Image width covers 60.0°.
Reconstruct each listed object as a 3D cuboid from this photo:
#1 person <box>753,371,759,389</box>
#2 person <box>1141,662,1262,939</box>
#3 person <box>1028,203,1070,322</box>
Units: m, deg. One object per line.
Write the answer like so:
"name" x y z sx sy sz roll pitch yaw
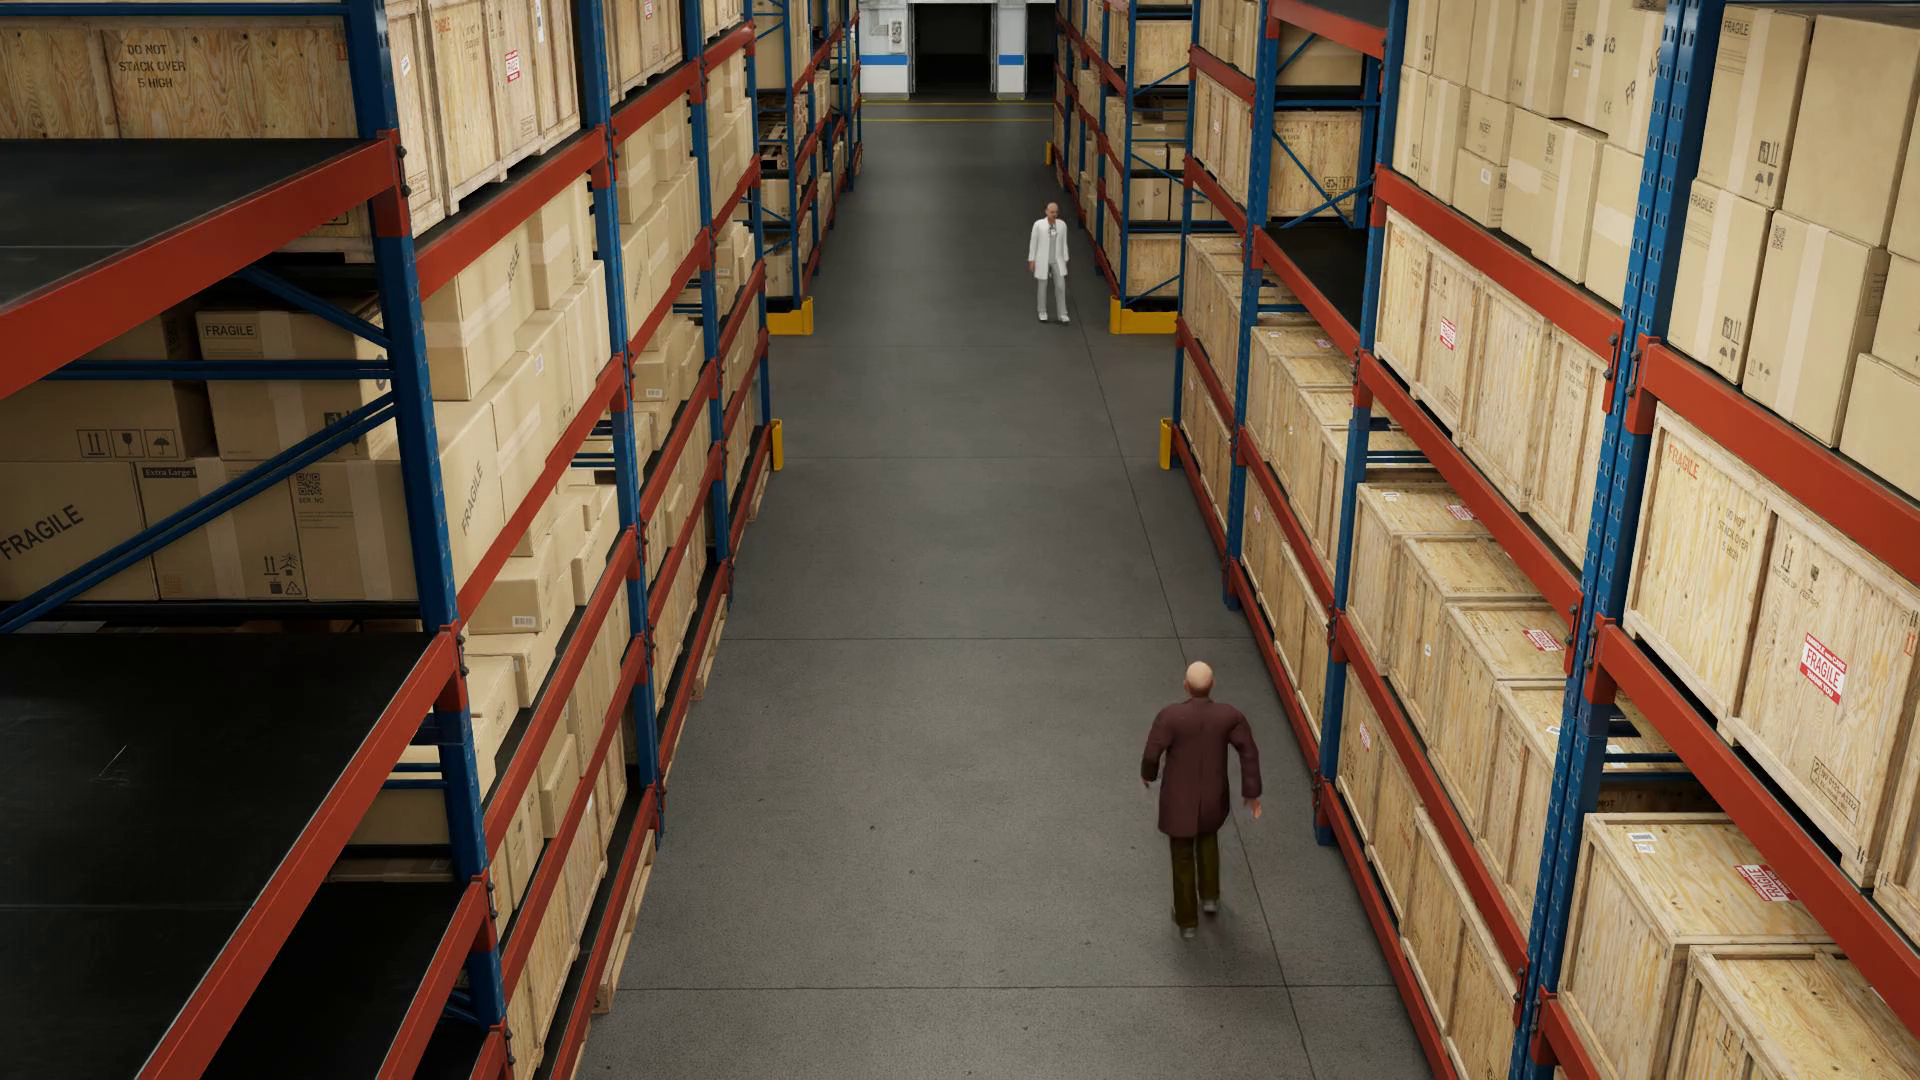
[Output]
"person" -2.928 -2.658 21.377 0.810 1.641 0.499 -19 28 -39
"person" 1.505 1.602 10.464 0.743 1.762 0.602 -3 22 -6
"person" 1.374 -4.153 25.004 0.630 1.775 0.749 -4 22 -10
